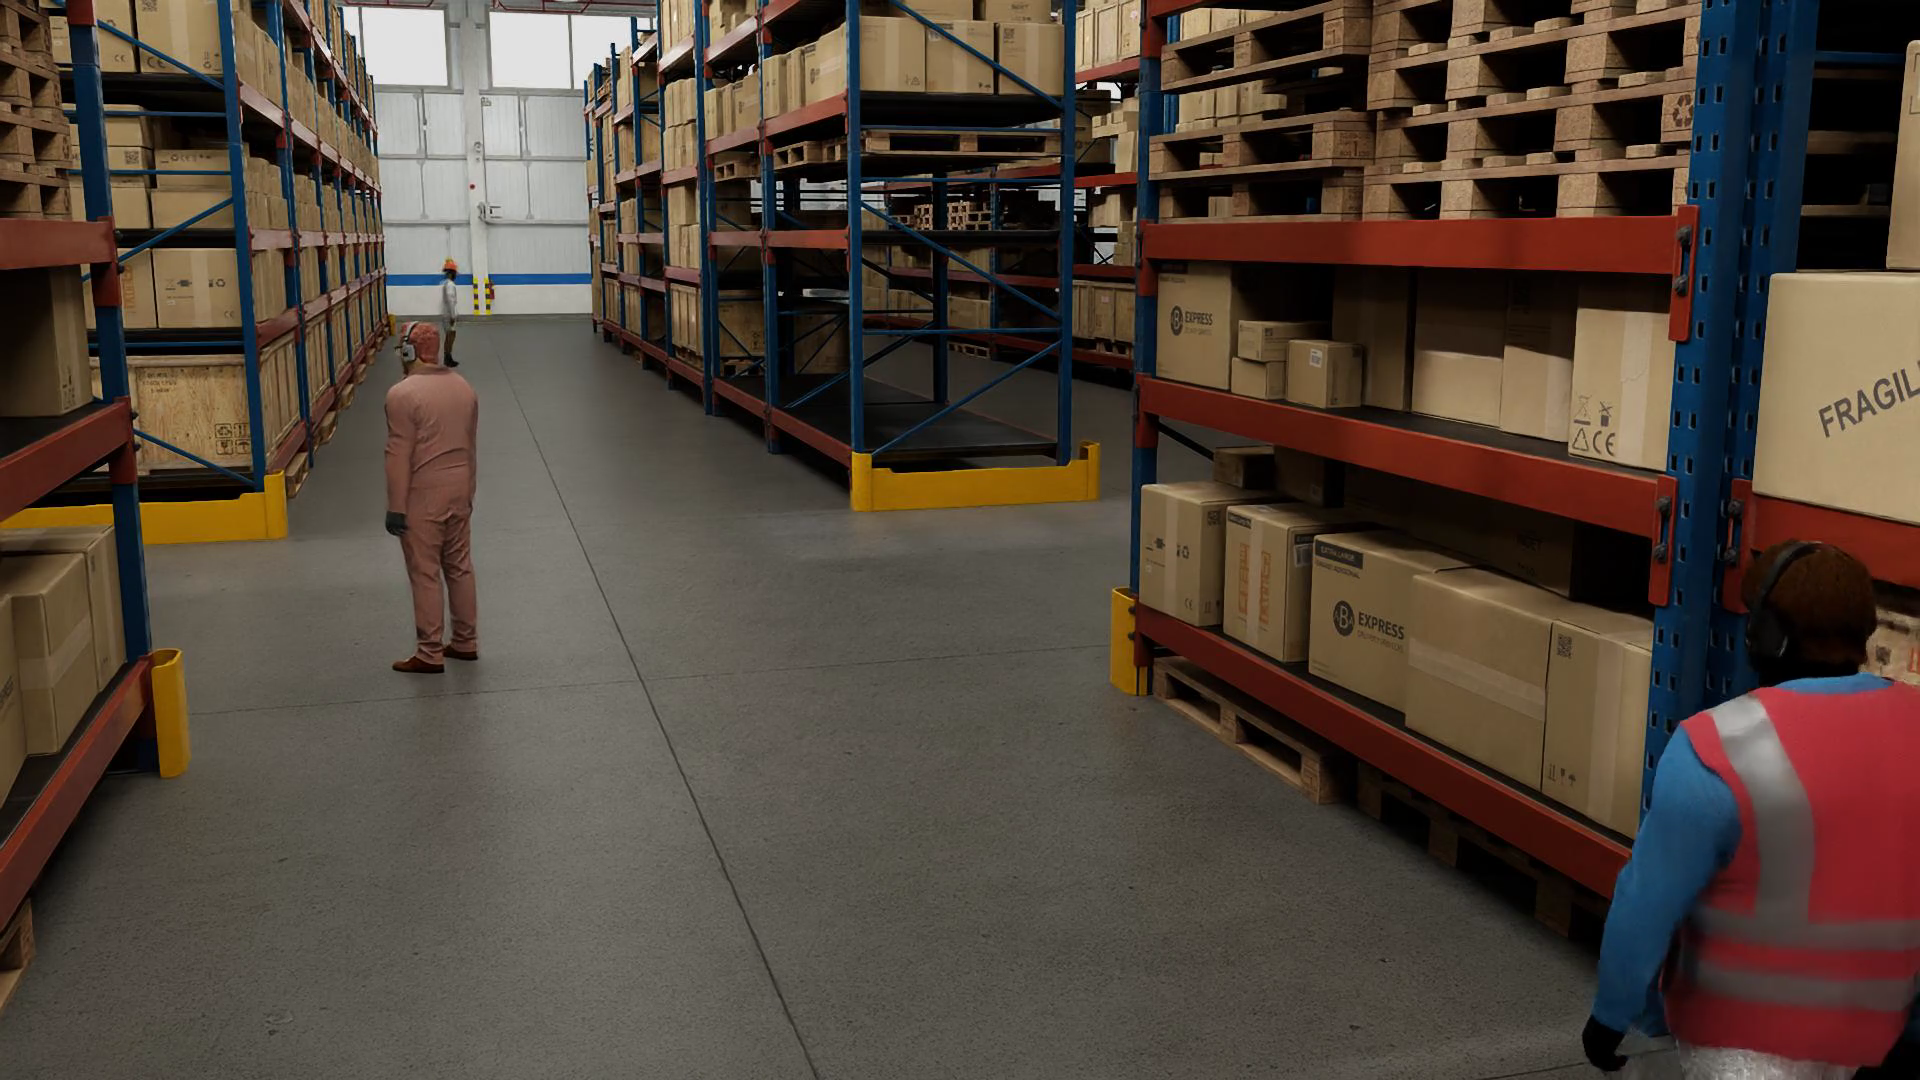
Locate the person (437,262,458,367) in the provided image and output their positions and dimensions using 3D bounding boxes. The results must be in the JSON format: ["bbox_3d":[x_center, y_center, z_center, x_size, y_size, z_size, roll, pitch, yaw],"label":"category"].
[{"bbox_3d":[-9.329,-4.108,30.349,0.497,1.894,0.763,-8,13,-36],"label":"person"}]

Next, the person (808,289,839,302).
[{"bbox_3d":[-2.647,-4.387,32.040,0.598,1.819,0.423,-4,11,-21],"label":"person"}]

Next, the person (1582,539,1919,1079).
[{"bbox_3d":[1.533,0.882,3.219,0.652,1.789,0.947,-3,11,-15],"label":"person"}]

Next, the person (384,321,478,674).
[{"bbox_3d":[-2.890,-0.233,9.046,0.400,1.901,0.642,4,11,21],"label":"person"}]
